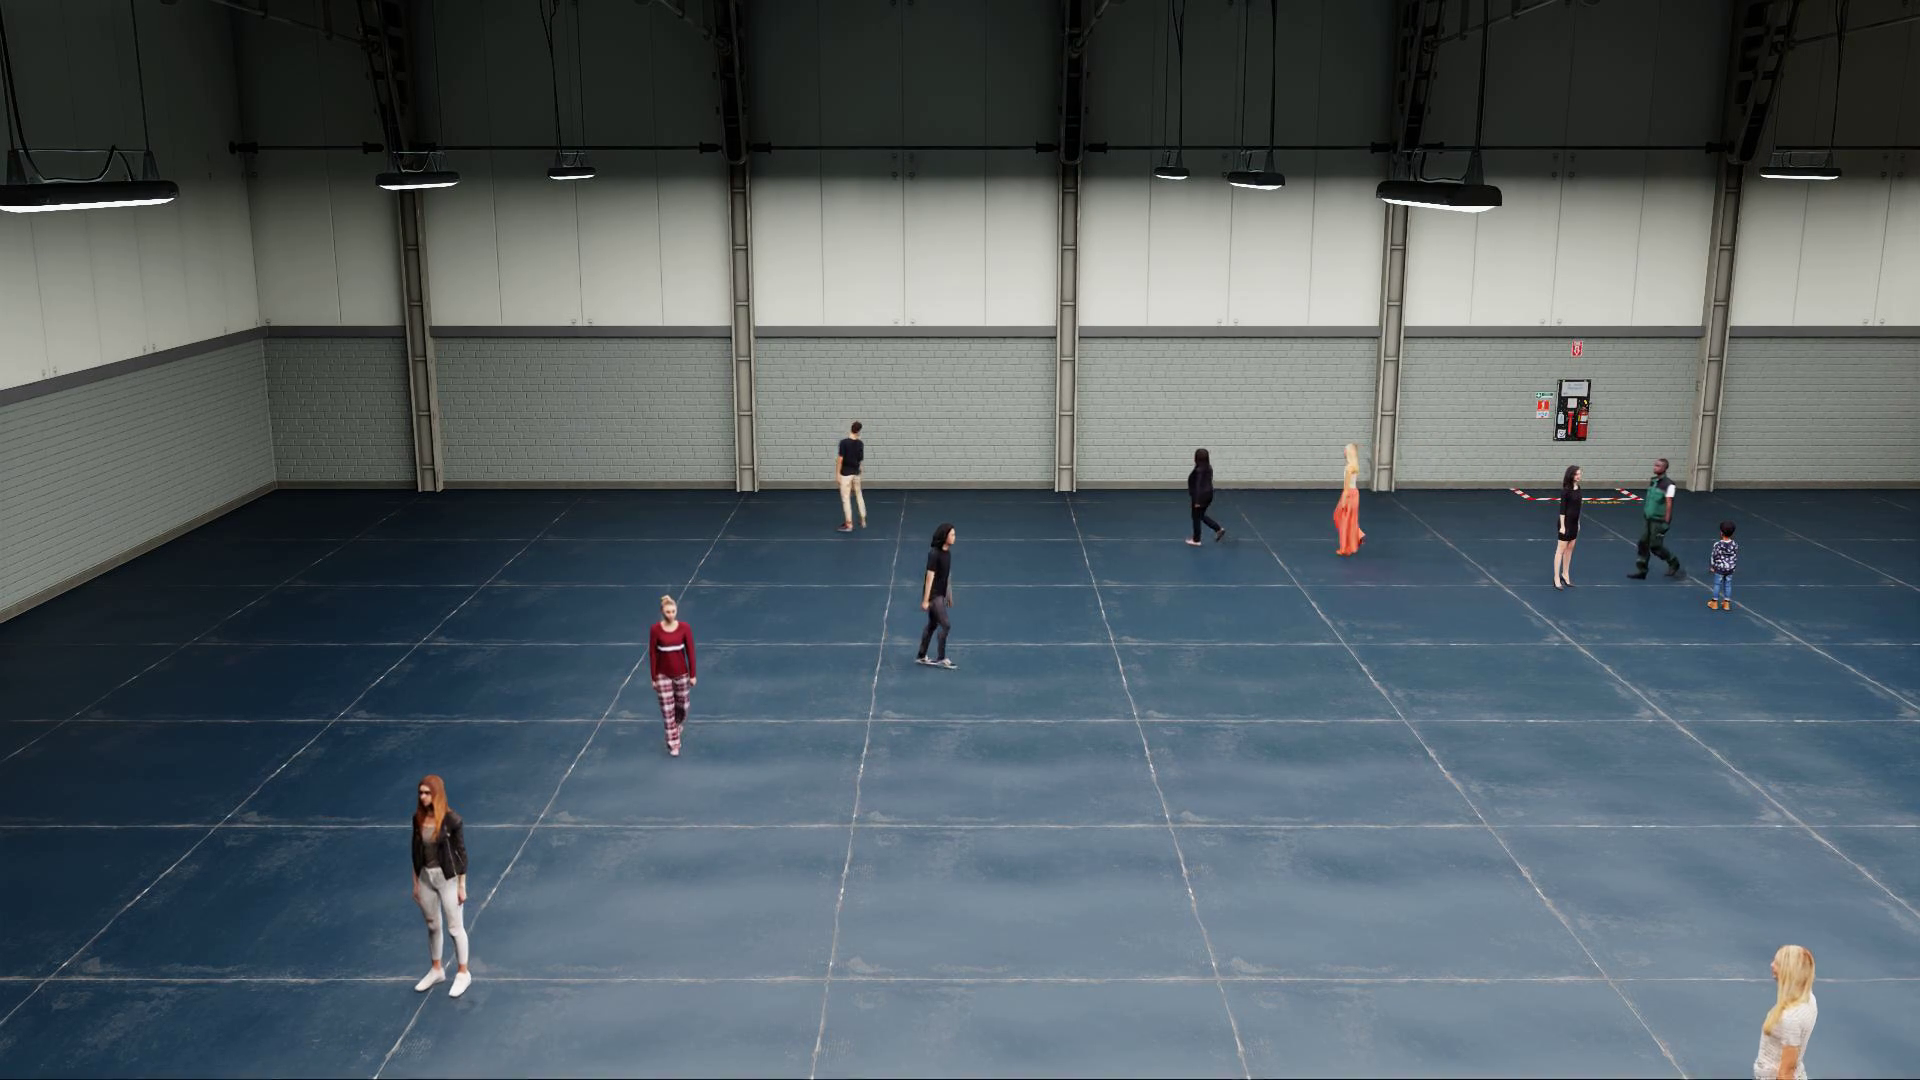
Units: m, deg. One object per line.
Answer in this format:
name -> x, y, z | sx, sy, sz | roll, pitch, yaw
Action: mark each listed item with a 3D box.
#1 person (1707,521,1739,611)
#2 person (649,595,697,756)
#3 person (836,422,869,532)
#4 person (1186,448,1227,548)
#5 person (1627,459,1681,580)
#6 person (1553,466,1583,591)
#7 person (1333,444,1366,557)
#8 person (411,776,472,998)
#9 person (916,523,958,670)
person -> 10.605, 0.346, 23.082 | 0.456, 1.252, 0.571 | 2, 13, 7
person -> -3.045, 1.405, 17.555 | 0.853, 1.683, 0.815 | -3, 13, -14
person -> -1.856, -1.064, 27.906 | 0.884, 1.825, 0.798 | 9, 16, 35
person -> 3.964, -0.668, 26.696 | 0.965, 1.598, 0.831 | 5, 14, 22
person -> 10.358, -0.294, 24.582 | 1.045, 1.824, 0.808 | -2, 13, -10
person -> 8.846, -0.195, 24.192 | 0.621, 1.806, 0.710 | -10, 16, -37
person -> 6.189, -0.613, 26.022 | 0.855, 1.795, 0.778 | 5, 14, 20
person -> -3.896, 2.570, 12.477 | 0.554, 1.704, 0.720 | 4, 14, 16
person -> -0.368, 0.674, 20.437 | 0.902, 1.807, 0.805 | 5, 14, 19
